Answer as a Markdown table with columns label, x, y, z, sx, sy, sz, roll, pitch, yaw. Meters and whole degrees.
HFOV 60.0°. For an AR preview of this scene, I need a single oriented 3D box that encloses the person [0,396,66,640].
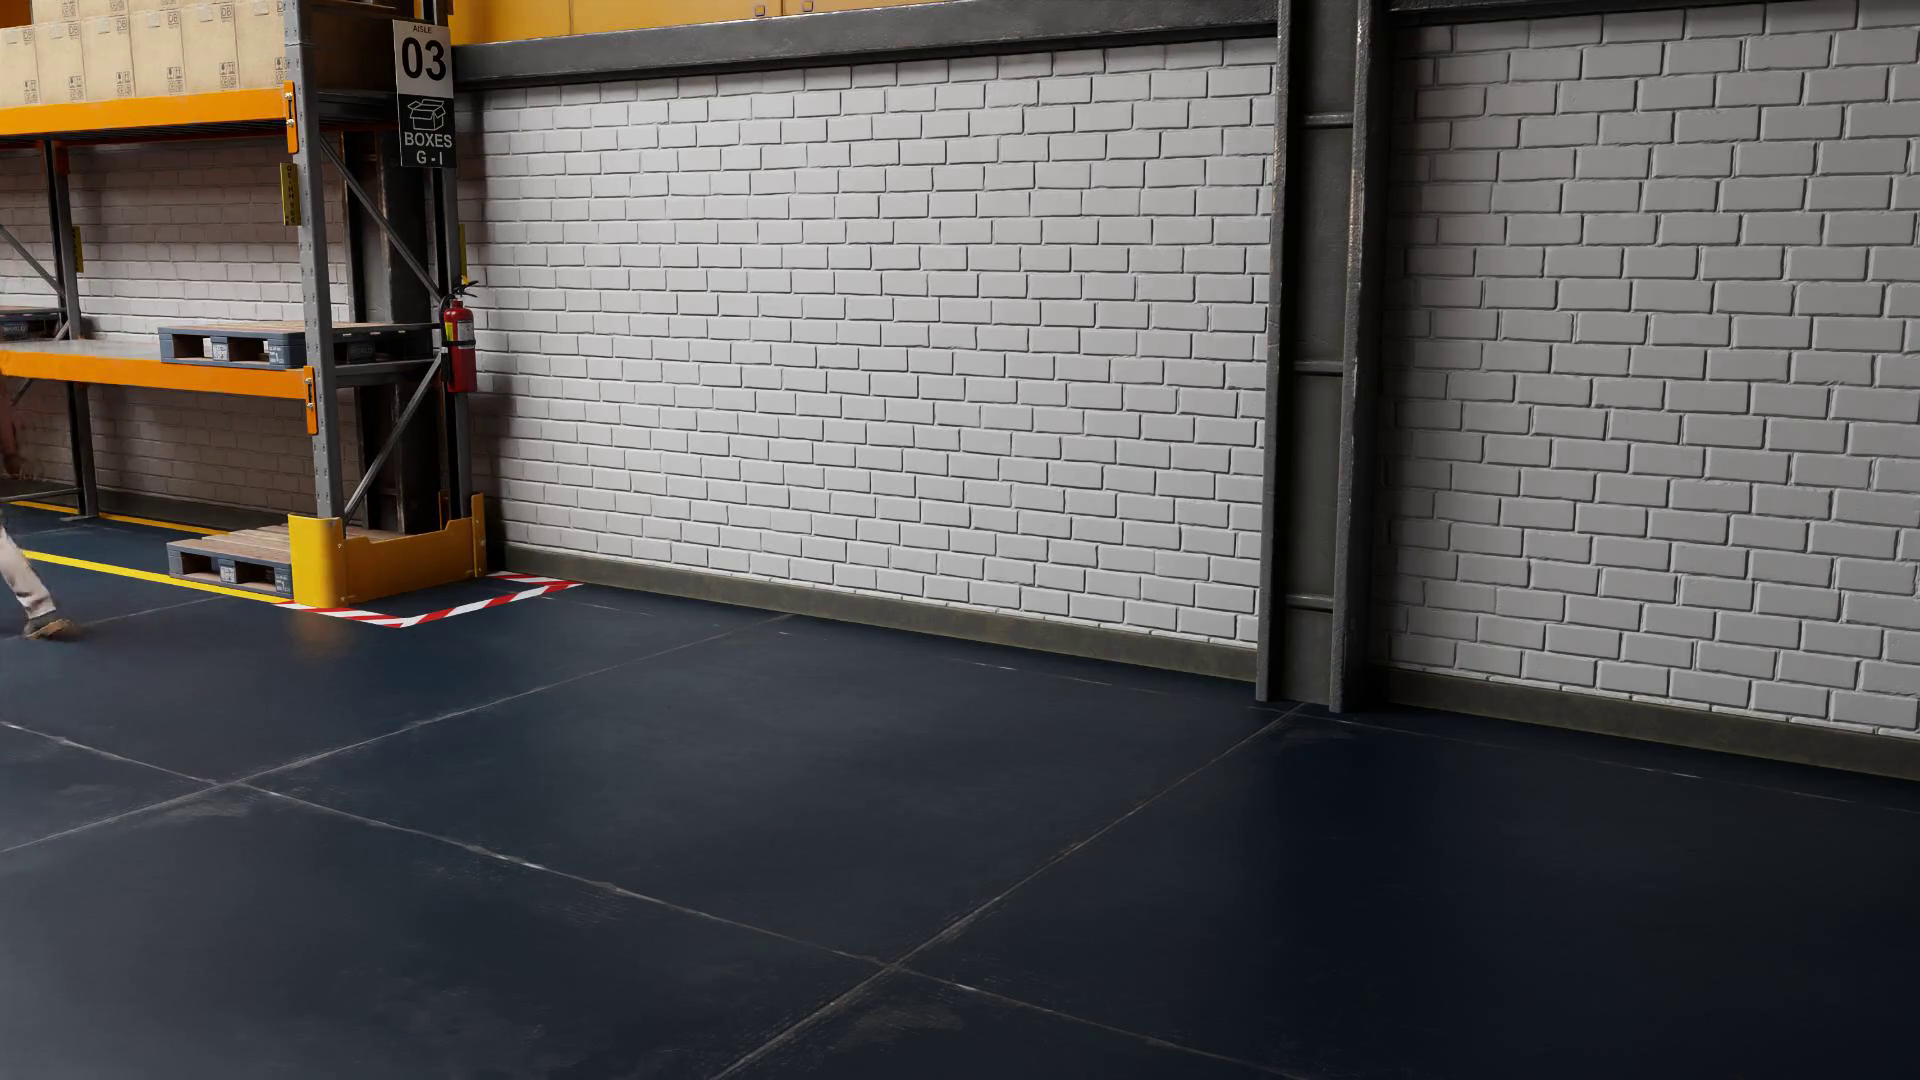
| label | x | y | z | sx | sy | sz | roll | pitch | yaw |
| --- | --- | --- | --- | --- | --- | --- | --- | --- | --- |
| person | -5.042 | -0.418 | 8.357 | 1.105 | 1.909 | 0.621 | 1 | 10 | 7 |
